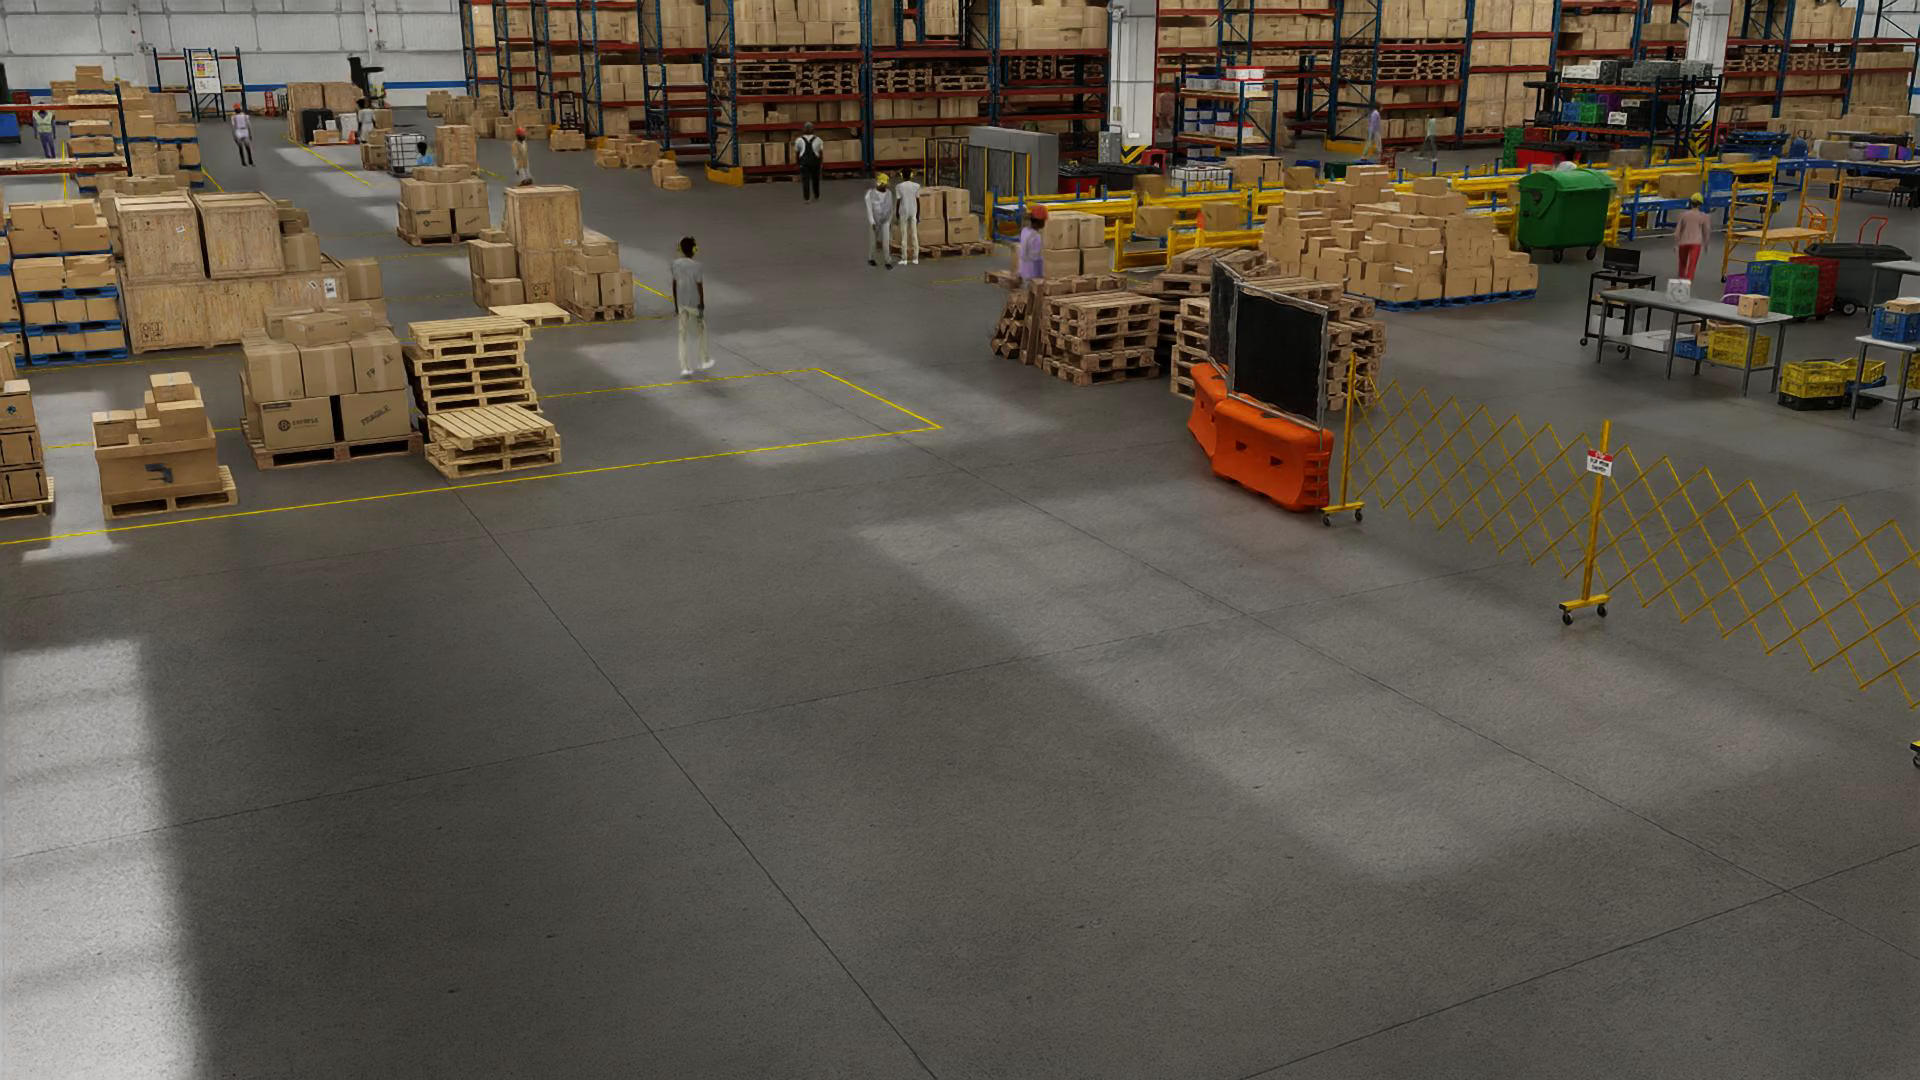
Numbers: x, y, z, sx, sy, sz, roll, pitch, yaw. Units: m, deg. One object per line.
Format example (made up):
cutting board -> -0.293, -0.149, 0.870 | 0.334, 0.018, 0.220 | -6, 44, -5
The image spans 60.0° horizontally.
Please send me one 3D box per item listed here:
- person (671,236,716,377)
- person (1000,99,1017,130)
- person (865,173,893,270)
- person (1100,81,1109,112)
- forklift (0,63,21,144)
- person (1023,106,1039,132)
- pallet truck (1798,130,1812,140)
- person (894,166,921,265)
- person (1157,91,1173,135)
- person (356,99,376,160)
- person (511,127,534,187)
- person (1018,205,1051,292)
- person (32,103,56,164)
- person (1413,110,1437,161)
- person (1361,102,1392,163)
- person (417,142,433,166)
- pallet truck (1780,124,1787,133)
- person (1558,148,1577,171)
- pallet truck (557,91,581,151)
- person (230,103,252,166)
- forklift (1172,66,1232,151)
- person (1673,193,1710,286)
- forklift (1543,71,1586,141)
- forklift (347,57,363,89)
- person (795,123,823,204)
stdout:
person -> -3.611, -3.156, 22.354 | 0.530, 1.832, 0.879 | 4, 18, 12
person -> 1.584, -13.563, 54.783 | 1.006, 1.859, 0.669 | -13, 22, -35
person -> -1.524, -6.033, 31.431 | 0.577, 1.783, 0.849 | -8, 20, -24
person -> 5.956, -17.596, 67.288 | 0.550, 1.891, 0.962 | -9, 20, -26
forklift -> -34.572, -15.629, 59.561 | 1.129, 2.768, 1.873 | -12, 22, -34
person -> 2.266, -13.092, 53.556 | 0.529, 1.697, 0.321 | 6, 19, 19
pallet truck -> 25.526, -11.556, 49.408 | 1.630, 1.274, 0.653 | -9, 20, -26
person -> -1.004, -6.188, 31.776 | 0.521, 1.860, 0.328 | -6, 19, -18
person -> 7.921, -16.521, 63.950 | 0.650, 1.887, 0.788 | -9, 20, -25
person -> -19.101, -13.238, 53.684 | 0.363, 1.931, 0.812 | 8, 19, 23
person -> -10.840, -9.255, 41.236 | 0.403, 1.917, 0.564 | 7, 19, 20
person -> 1.085, -3.895, 24.370 | 0.582, 2.011, 0.641 | -5, 18, -16
person -> -28.720, -12.747, 52.198 | 0.599, 1.874, 0.979 | -8, 19, -22
person -> 14.977, -12.947, 53.255 | 0.820, 1.592, 0.513 | -2, 18, -5
person -> 13.217, -12.884, 52.595 | 1.009, 1.883, 0.654 | 3, 18, 10
person -> -12.863, -8.756, 40.112 | 0.535, 1.653, 0.856 | 9, 20, 26
pallet truck -> 25.206, -12.542, 52.601 | 1.601, 1.201, 0.680 | 0, 18, -2
person -> 13.844, -8.122, 38.103 | 0.769, 1.669, 0.539 | -7, 19, -20
pallet truck -> -13.495, -14.412, 57.188 | 0.823, 1.965, 1.885 | -3, 18, -9
person -> -22.233, -12.550, 51.501 | 0.572, 1.922, 0.574 | -11, 21, -30
forklift -> 8.278, -14.712, 56.702 | 1.873, 2.768, 1.129 | -2, 18, -7
person -> 12.531, -5.069, 28.504 | 0.541, 1.726, 0.900 | 9, 20, 26
forklift -> 18.685, -13.231, 52.085 | 1.873, 2.768, 1.129 | -9, 20, -26
forklift -> -24.244, -17.999, 66.949 | 1.873, 2.768, 1.129 | -4, 18, -11
person -> -3.780, -9.506, 41.823 | 0.701, 2.000, 1.004 | 0, 18, 0
